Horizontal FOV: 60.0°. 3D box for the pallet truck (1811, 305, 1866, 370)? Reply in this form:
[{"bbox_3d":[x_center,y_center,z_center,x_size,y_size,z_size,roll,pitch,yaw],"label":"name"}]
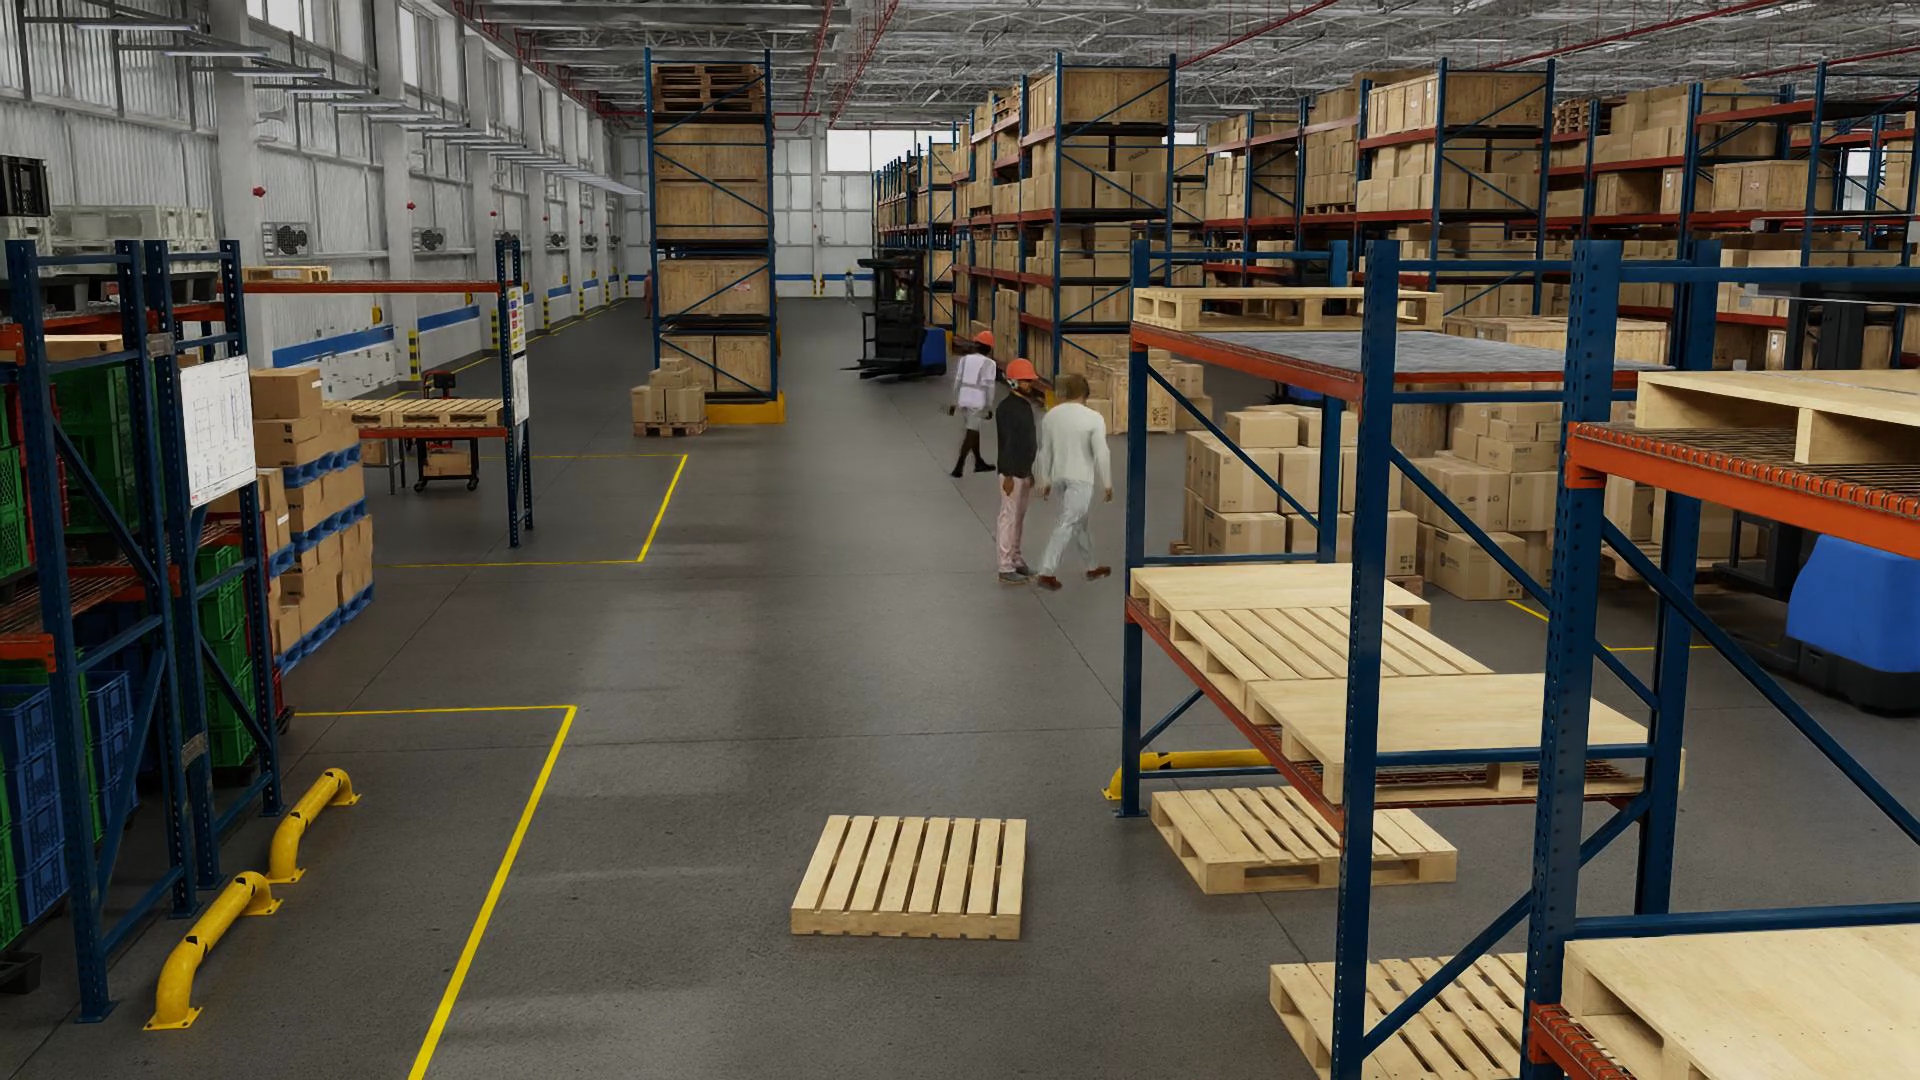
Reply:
[{"bbox_3d":[15.846,-3.142,28.793,1.885,1.965,0.823,2,10,12],"label":"pallet truck"}]

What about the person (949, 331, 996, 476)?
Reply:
[{"bbox_3d":[0.151,-1.763,21.526,0.556,1.881,0.833,9,14,42],"label":"person"}]

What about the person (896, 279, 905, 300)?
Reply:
[{"bbox_3d":[-2.033,-7.419,53.042,0.566,1.805,0.877,-2,10,-11],"label":"person"}]

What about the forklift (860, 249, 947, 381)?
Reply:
[{"bbox_3d":[-1.196,-4.953,36.378,1.129,2.768,1.873,6,12,32],"label":"forklift"}]

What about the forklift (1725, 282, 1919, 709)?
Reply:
[{"bbox_3d":[6.242,-0.419,11.257,1.129,2.768,1.873,-1,10,-6],"label":"forklift"}]

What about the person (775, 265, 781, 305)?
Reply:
[{"bbox_3d":[-8.666,-11.957,77.885,0.722,1.914,0.546,-2,10,-9],"label":"person"}]

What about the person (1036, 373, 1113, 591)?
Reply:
[{"bbox_3d":[0.981,-0.513,14.556,1.032,1.889,0.642,-10,14,-44],"label":"person"}]

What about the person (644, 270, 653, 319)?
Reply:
[{"bbox_3d":[-11.991,-9.527,64.469,0.401,1.894,0.653,9,13,40],"label":"person"}]

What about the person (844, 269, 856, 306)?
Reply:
[{"bbox_3d":[-5.079,-11.577,76.406,0.487,1.707,0.901,4,11,21],"label":"person"}]

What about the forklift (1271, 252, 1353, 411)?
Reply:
[{"bbox_3d":[6.301,-3.628,29.034,1.129,2.768,1.873,-1,10,-6],"label":"forklift"}]

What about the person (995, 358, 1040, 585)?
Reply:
[{"bbox_3d":[0.514,-0.613,14.785,0.378,1.995,0.609,4,11,21],"label":"person"}]
